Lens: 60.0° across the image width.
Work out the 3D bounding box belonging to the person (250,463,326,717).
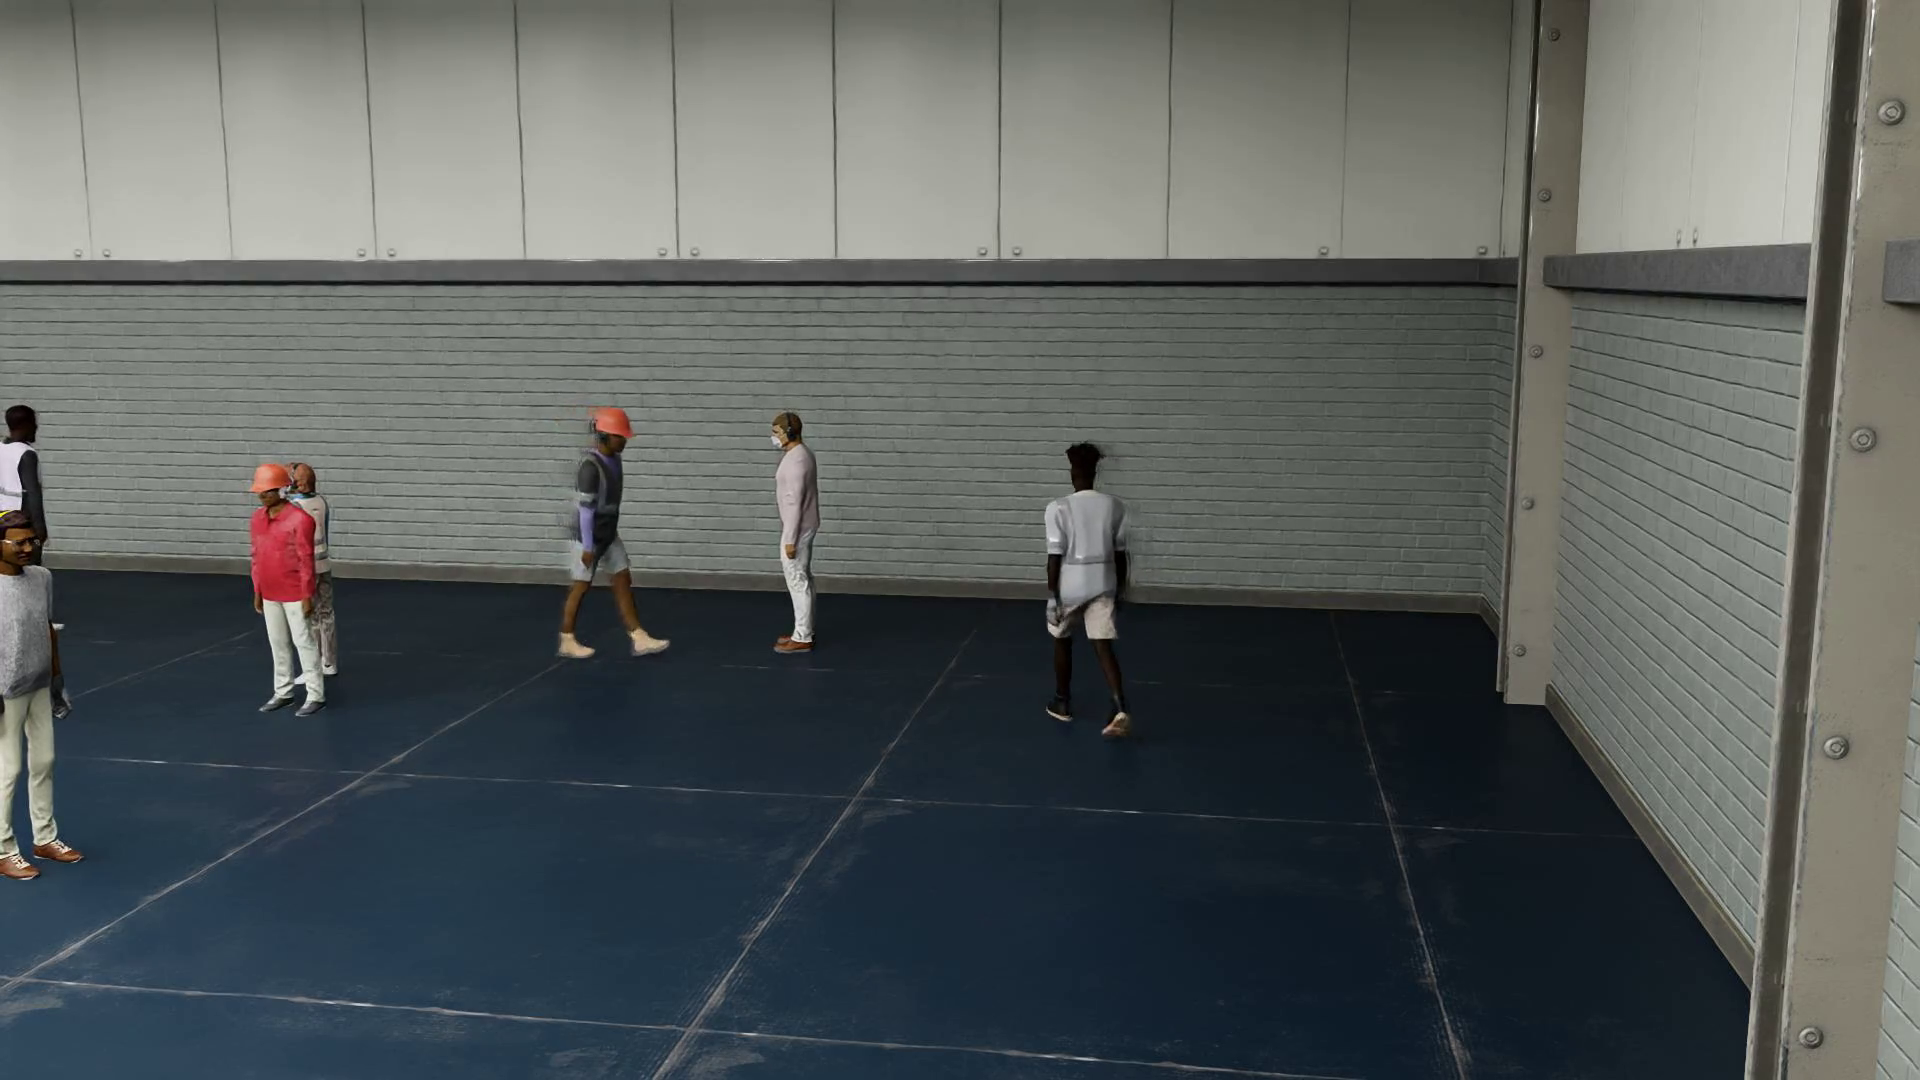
[{"bbox_3d":[-4.623,0.338,11.340,0.559,1.741,0.361,4,10,25],"label":"person"}]

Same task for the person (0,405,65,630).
[{"bbox_3d":[-7.871,-0.174,13.948,0.596,1.916,0.372,7,11,36],"label":"person"}]

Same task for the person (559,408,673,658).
[{"bbox_3d":[-2.726,-0.031,12.902,0.964,1.975,0.631,3,10,16],"label":"person"}]

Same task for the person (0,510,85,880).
[{"bbox_3d":[-4.706,0.765,8.351,0.323,1.861,0.499,2,10,15],"label":"person"}]

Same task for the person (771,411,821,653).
[{"bbox_3d":[-1.301,-0.061,13.227,0.373,1.930,0.637,0,9,1],"label":"person"}]

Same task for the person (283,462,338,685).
[{"bbox_3d":[-4.794,0.244,12.223,0.312,1.642,0.512,2,9,11],"label":"person"}]

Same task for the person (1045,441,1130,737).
[{"bbox_3d":[0.851,0.317,10.928,0.604,1.926,0.947,-3,10,-17],"label":"person"}]
